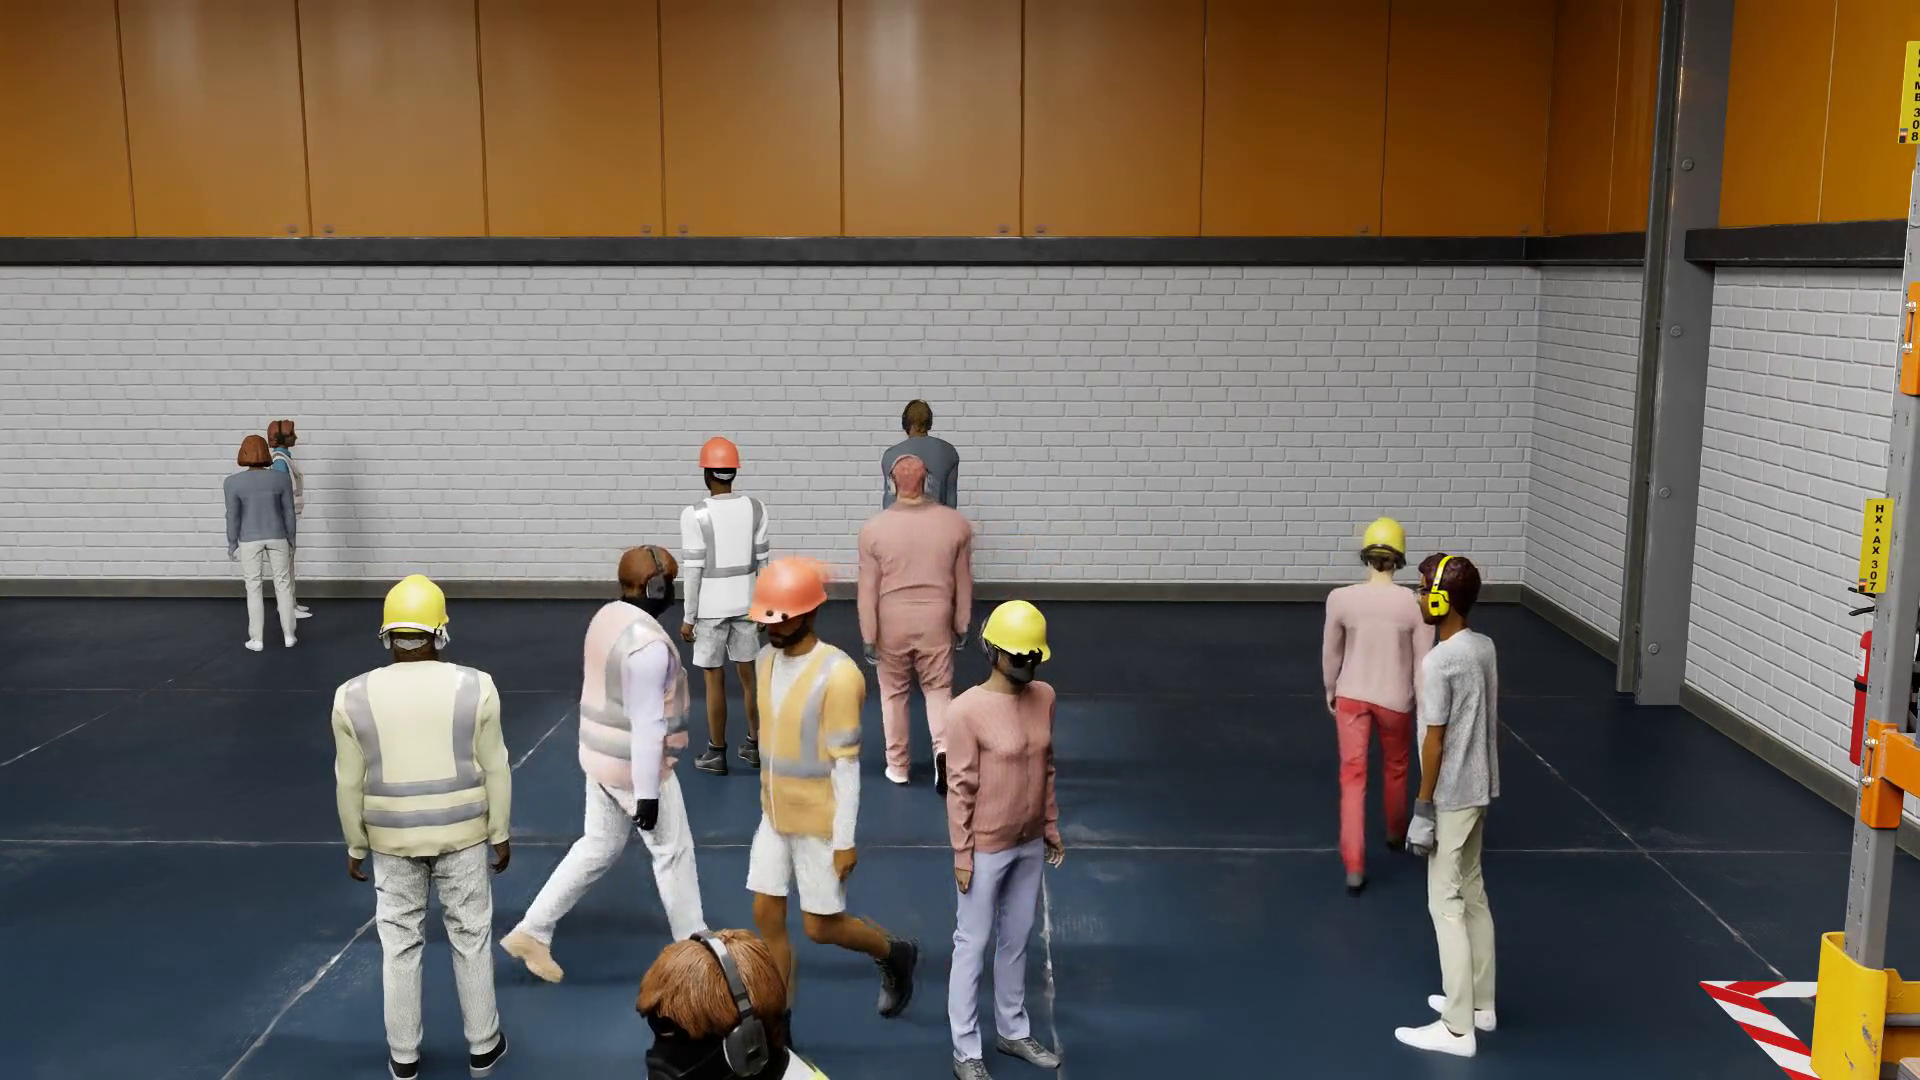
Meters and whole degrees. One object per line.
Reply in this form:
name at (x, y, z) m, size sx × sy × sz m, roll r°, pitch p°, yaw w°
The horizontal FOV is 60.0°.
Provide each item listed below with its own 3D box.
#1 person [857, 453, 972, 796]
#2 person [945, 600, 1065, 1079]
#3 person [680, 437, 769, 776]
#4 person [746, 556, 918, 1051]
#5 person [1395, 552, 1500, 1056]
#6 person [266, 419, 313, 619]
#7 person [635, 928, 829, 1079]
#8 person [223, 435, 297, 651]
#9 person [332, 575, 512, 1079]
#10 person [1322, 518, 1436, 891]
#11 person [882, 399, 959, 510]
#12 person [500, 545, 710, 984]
person at (-0.244, 0.472, 9.097) m, size 0.654 × 1.890 × 0.712 m, roll -2°, pitch 10°, yaw -12°
person at (0.172, 1.073, 5.891) m, size 0.524 × 1.760 × 0.326 m, roll -9°, pitch 13°, yaw -43°
person at (-1.359, 0.376, 9.530) m, size 0.551 × 1.935 × 0.372 m, roll -7°, pitch 12°, yaw -36°
person at (-0.508, 0.970, 6.071) m, size 0.734 × 1.907 × 0.554 m, roll -9°, pitch 13°, yaw -43°
person at (1.849, 0.973, 6.227) m, size 0.370 × 1.856 × 0.530 m, roll 7°, pitch 12°, yaw 36°
person at (-5.556, -0.174, 13.711) m, size 0.310 × 1.642 × 0.514 m, roll -4°, pitch 10°, yaw -24°
person at (-0.366, 1.544, 2.874) m, size 0.430 × 1.833 × 0.632 m, roll -8°, pitch 12°, yaw -40°
person at (-5.271, 0.020, 12.567) m, size 0.497 × 1.634 × 0.279 m, roll -6°, pitch 11°, yaw -32°
person at (-1.891, 1.031, 5.915) m, size 0.588 × 1.835 × 0.403 m, roll -2°, pitch 10°, yaw -12°
person at (2.001, 0.746, 7.957) m, size 0.547 × 1.707 × 0.941 m, roll 4°, pitch 10°, yaw 21°
person at (-0.303, -0.056, 12.117) m, size 0.630 × 1.940 × 0.373 m, roll -6°, pitch 11°, yaw -34°
person at (-1.395, 0.919, 6.729) m, size 0.909 × 1.799 × 0.663 m, roll -6°, pitch 11°, yaw -31°
